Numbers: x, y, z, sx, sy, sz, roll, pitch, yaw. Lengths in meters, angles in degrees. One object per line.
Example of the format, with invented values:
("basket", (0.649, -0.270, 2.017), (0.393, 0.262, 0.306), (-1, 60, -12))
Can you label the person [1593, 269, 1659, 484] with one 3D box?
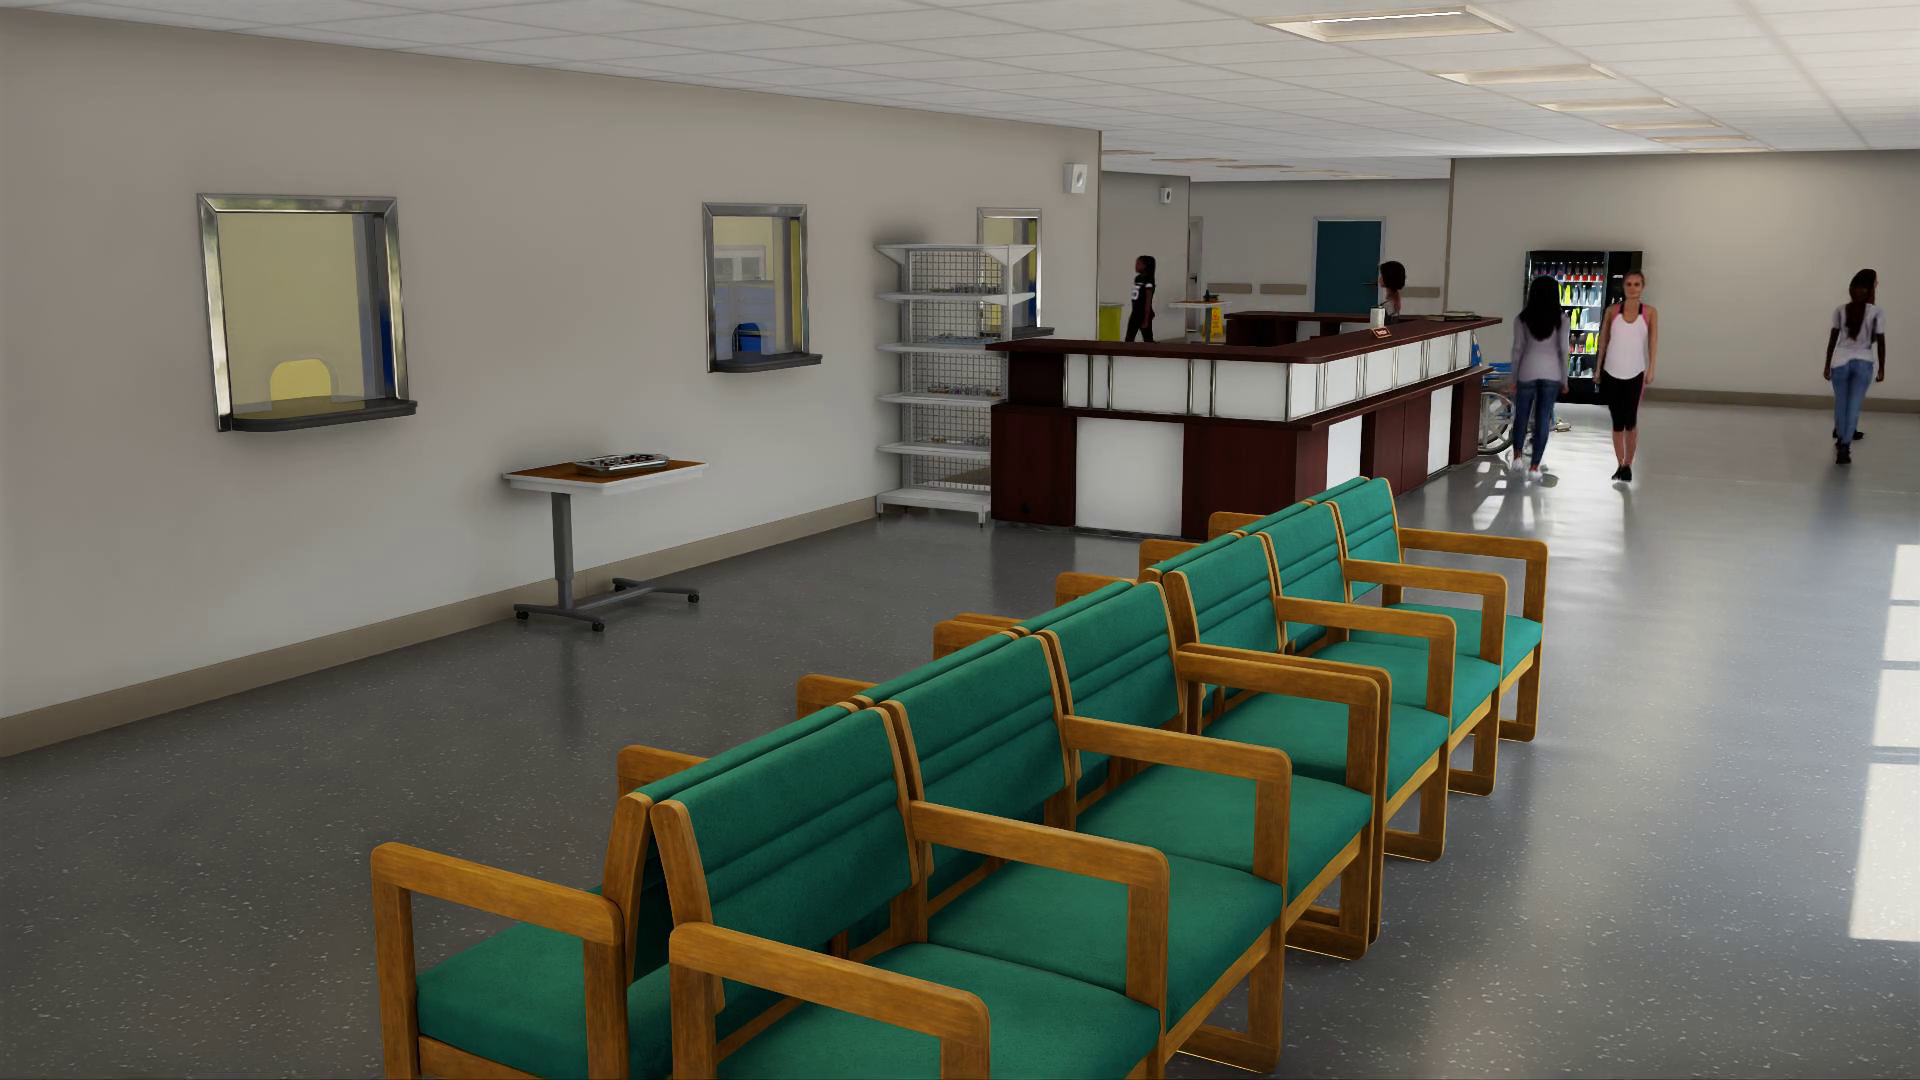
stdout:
("person", (5.619, -1.374, 14.014), (0.635, 1.768, 0.689), (7, 13, 34))

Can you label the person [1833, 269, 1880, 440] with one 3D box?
("person", (9.099, -1.897, 16.930), (0.508, 1.709, 0.596), (6, 12, 30))

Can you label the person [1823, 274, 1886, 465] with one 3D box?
("person", (8.013, -1.513, 14.964), (1.002, 1.688, 0.775), (8, 13, 37))

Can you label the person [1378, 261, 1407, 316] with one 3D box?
("person", (4.514, -1.939, 17.072), (1.161, 1.739, 0.780), (2, 11, 12))

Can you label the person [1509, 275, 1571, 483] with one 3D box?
("person", (4.853, -1.341, 13.955), (0.546, 1.726, 0.700), (5, 12, 24))
